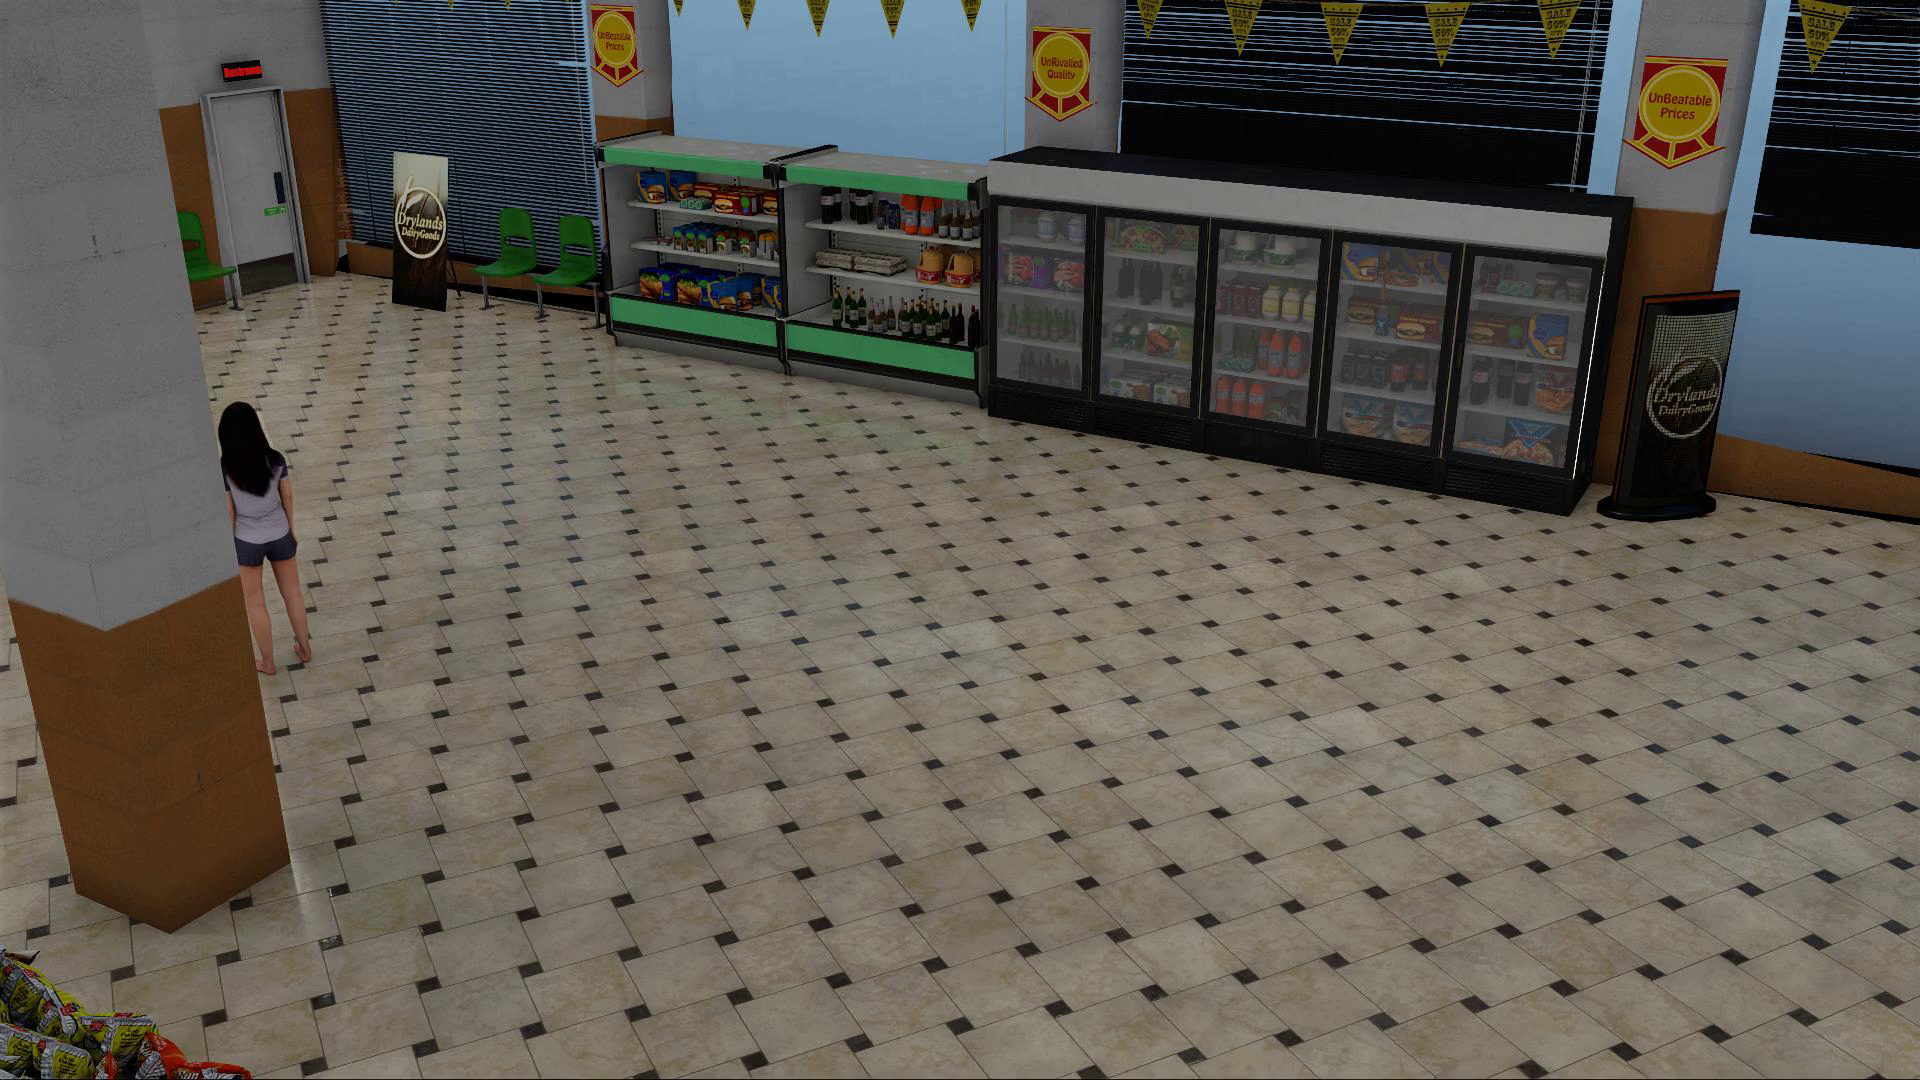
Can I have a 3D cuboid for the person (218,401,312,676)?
[{"bbox_3d":[-4.236,-0.015,10.061,0.646,1.705,0.609,-20,29,-40],"label":"person"}]
